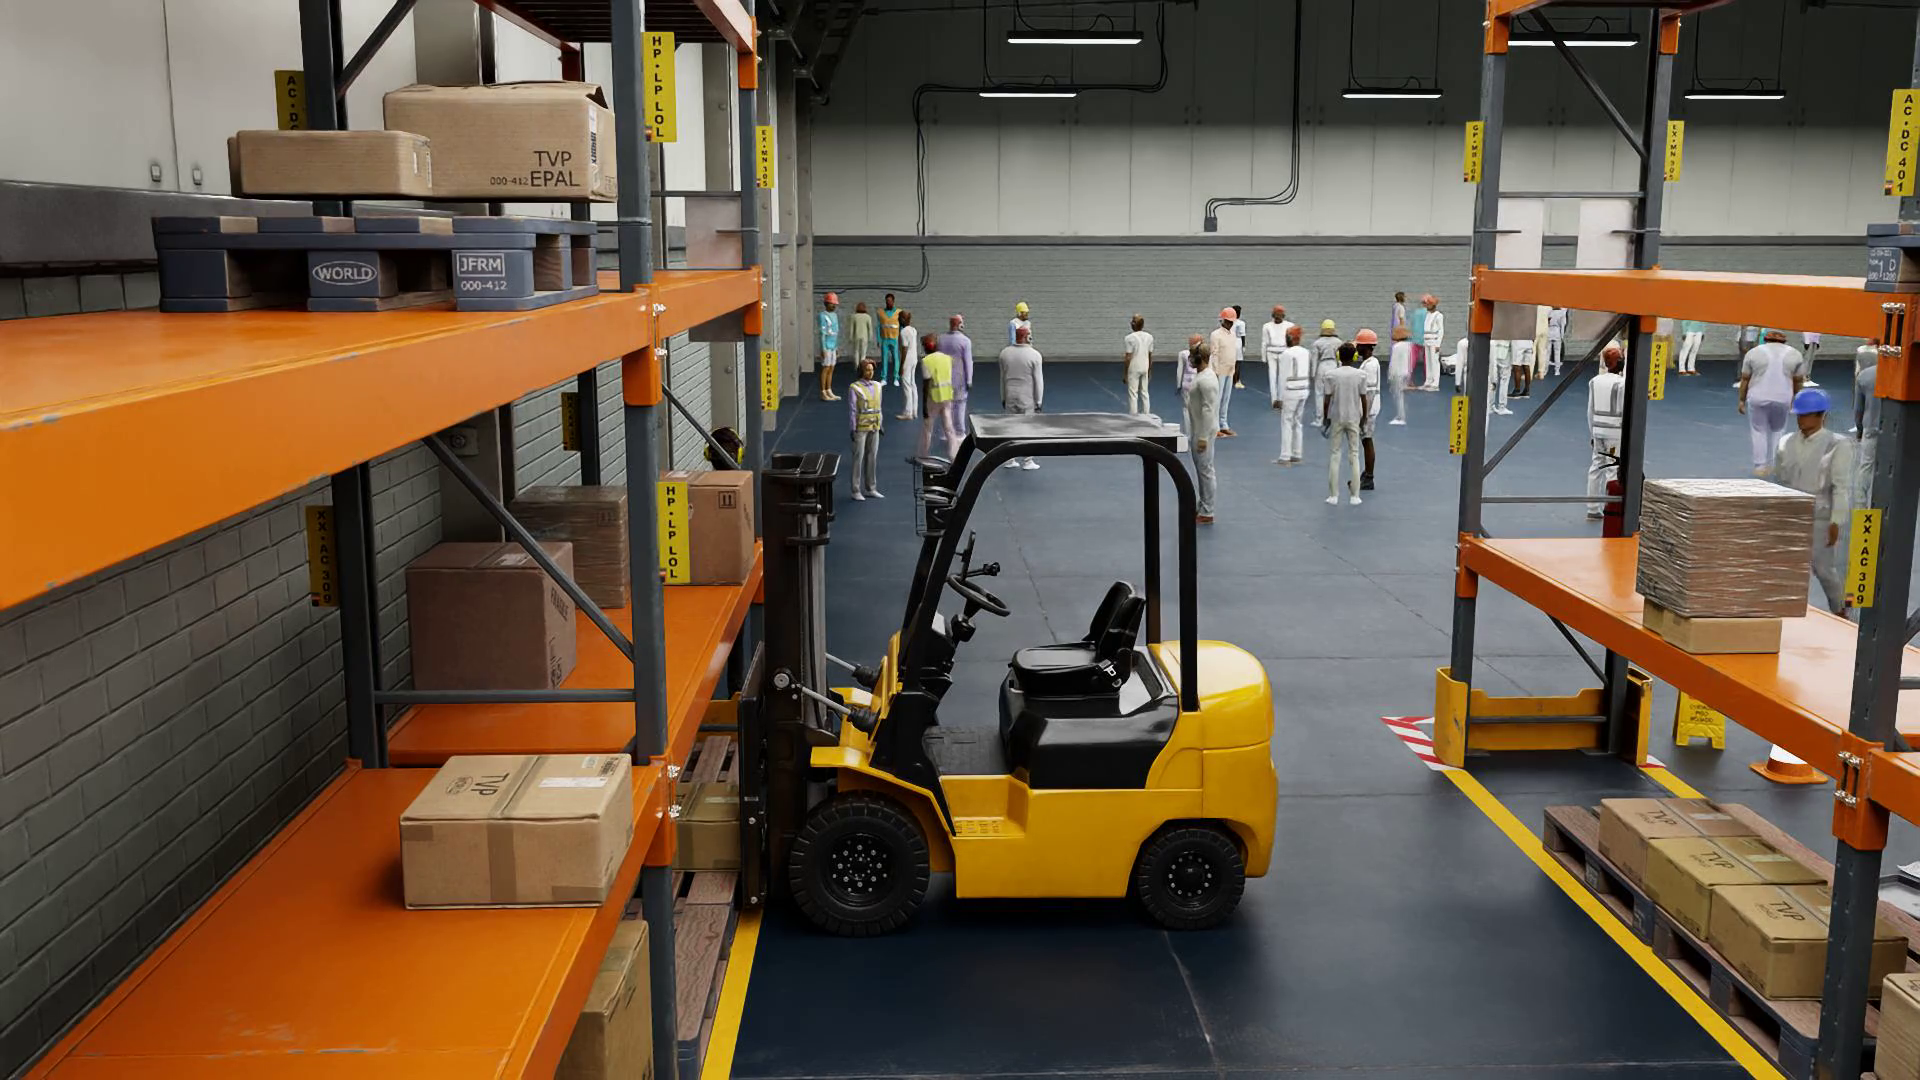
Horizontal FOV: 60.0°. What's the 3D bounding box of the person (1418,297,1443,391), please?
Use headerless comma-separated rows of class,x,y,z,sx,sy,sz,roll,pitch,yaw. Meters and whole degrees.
person,9.484,-3.934,33.415,0.338,1.882,0.582,-2,10,-12

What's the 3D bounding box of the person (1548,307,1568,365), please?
person,14.518,-5.201,40.391,0.634,1.913,0.394,-6,12,-32

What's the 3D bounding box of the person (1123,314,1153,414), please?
person,2.809,-2.647,26.350,0.506,1.847,0.345,-5,11,-27

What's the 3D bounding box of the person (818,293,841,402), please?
person,-2.427,-3.615,31.207,0.398,2.037,0.610,4,11,21

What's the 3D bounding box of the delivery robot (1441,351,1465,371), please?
delivery robot,11.111,-3.971,37.058,0.707,0.478,0.477,-1,10,-6

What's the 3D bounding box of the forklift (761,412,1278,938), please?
forklift,0.291,0.548,7.580,2.313,2.155,1.214,0,10,-2

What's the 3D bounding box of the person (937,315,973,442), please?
person,-0.070,-2.418,24.942,0.662,1.899,0.397,8,13,37

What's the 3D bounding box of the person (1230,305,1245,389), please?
person,5.594,-3.931,33.917,0.539,1.695,0.319,10,14,44

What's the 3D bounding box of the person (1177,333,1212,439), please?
person,3.504,-2.275,24.861,0.522,1.636,0.310,3,11,15

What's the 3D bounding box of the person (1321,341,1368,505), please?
person,4.378,-1.325,18.914,0.517,1.874,0.327,2,10,12

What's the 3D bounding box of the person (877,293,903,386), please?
person,-1.439,-4.164,34.599,0.590,1.920,0.398,2,10,11

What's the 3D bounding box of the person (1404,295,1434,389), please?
person,9.429,-4.029,33.909,1.057,1.920,0.605,-8,13,-38

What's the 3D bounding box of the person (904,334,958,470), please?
person,-0.354,-1.806,21.807,0.928,1.783,0.643,10,14,44

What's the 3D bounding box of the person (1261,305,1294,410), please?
person,5.651,-3.239,29.557,0.619,1.873,0.456,2,10,14

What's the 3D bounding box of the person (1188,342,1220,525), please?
person,2.558,-1.121,17.600,0.377,1.936,0.628,1,10,4

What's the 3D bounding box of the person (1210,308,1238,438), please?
person,4.050,-2.557,25.458,0.392,1.985,0.610,9,13,40

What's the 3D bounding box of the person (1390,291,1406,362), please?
person,10.139,-4.812,38.413,0.344,1.846,0.506,-2,10,-10

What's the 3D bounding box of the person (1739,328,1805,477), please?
person,10.278,-1.802,21.096,0.725,2.000,0.608,3,11,18

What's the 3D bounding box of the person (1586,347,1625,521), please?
person,6.902,-1.103,17.642,0.355,1.885,0.576,-4,11,-23

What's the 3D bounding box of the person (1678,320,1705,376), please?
person,16.335,-4.612,37.086,0.633,1.932,0.373,-4,11,-23

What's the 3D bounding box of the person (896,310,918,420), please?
person,-0.893,-2.942,28.002,0.324,1.842,0.516,4,11,21

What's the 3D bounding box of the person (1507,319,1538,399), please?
person,10.726,-3.680,31.769,0.604,1.965,0.367,-5,11,-27

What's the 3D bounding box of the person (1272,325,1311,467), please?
person,4.434,-1.914,22.170,0.608,1.878,0.392,-10,14,-43

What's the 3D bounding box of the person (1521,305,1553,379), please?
person,12.516,-4.526,36.273,0.672,2.000,0.536,-4,11,-23

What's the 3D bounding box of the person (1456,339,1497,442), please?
person,7.692,-2.376,24.799,0.616,1.877,0.437,0,10,2

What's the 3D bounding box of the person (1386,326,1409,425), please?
person,7.146,-2.691,27.202,0.398,1.616,0.519,7,12,35

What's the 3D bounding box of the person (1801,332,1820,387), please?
person,17.637,-4.138,34.427,0.586,1.928,0.364,-9,14,-42

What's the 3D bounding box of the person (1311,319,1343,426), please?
person,5.967,-2.709,27.016,0.488,1.732,0.354,1,10,5

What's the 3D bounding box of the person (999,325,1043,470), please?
person,0.821,-1.870,21.896,0.636,1.900,0.402,6,12,30

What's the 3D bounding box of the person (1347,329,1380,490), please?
person,4.890,-1.570,20.103,0.364,1.935,0.542,2,10,13

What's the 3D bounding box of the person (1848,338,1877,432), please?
person,14.196,-2.472,25.977,0.313,1.632,0.512,-3,11,-18

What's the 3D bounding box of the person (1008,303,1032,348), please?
person,1.174,-3.602,31.704,0.404,1.832,0.596,8,13,37

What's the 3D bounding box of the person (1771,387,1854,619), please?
person,6.355,-0.186,12.424,0.876,1.923,0.601,-8,13,-37

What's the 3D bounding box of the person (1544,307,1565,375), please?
person,13.331,-4.583,37.427,0.504,1.743,0.308,2,10,13

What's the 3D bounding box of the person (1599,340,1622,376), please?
person,9.501,-2.302,24.212,0.394,1.927,0.550,5,11,25

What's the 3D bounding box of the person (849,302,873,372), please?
person,-2.245,-4.603,37.857,0.533,1.616,0.453,1,10,6

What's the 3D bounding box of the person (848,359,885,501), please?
person,-1.087,-1.278,19.297,0.308,1.639,0.524,9,14,41

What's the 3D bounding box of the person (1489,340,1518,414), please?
person,9.414,-3.135,28.906,0.392,1.911,0.584,-8,13,-36

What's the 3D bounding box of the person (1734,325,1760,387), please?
person,16.110,-4.040,34.020,0.610,1.874,0.553,-5,11,-25
